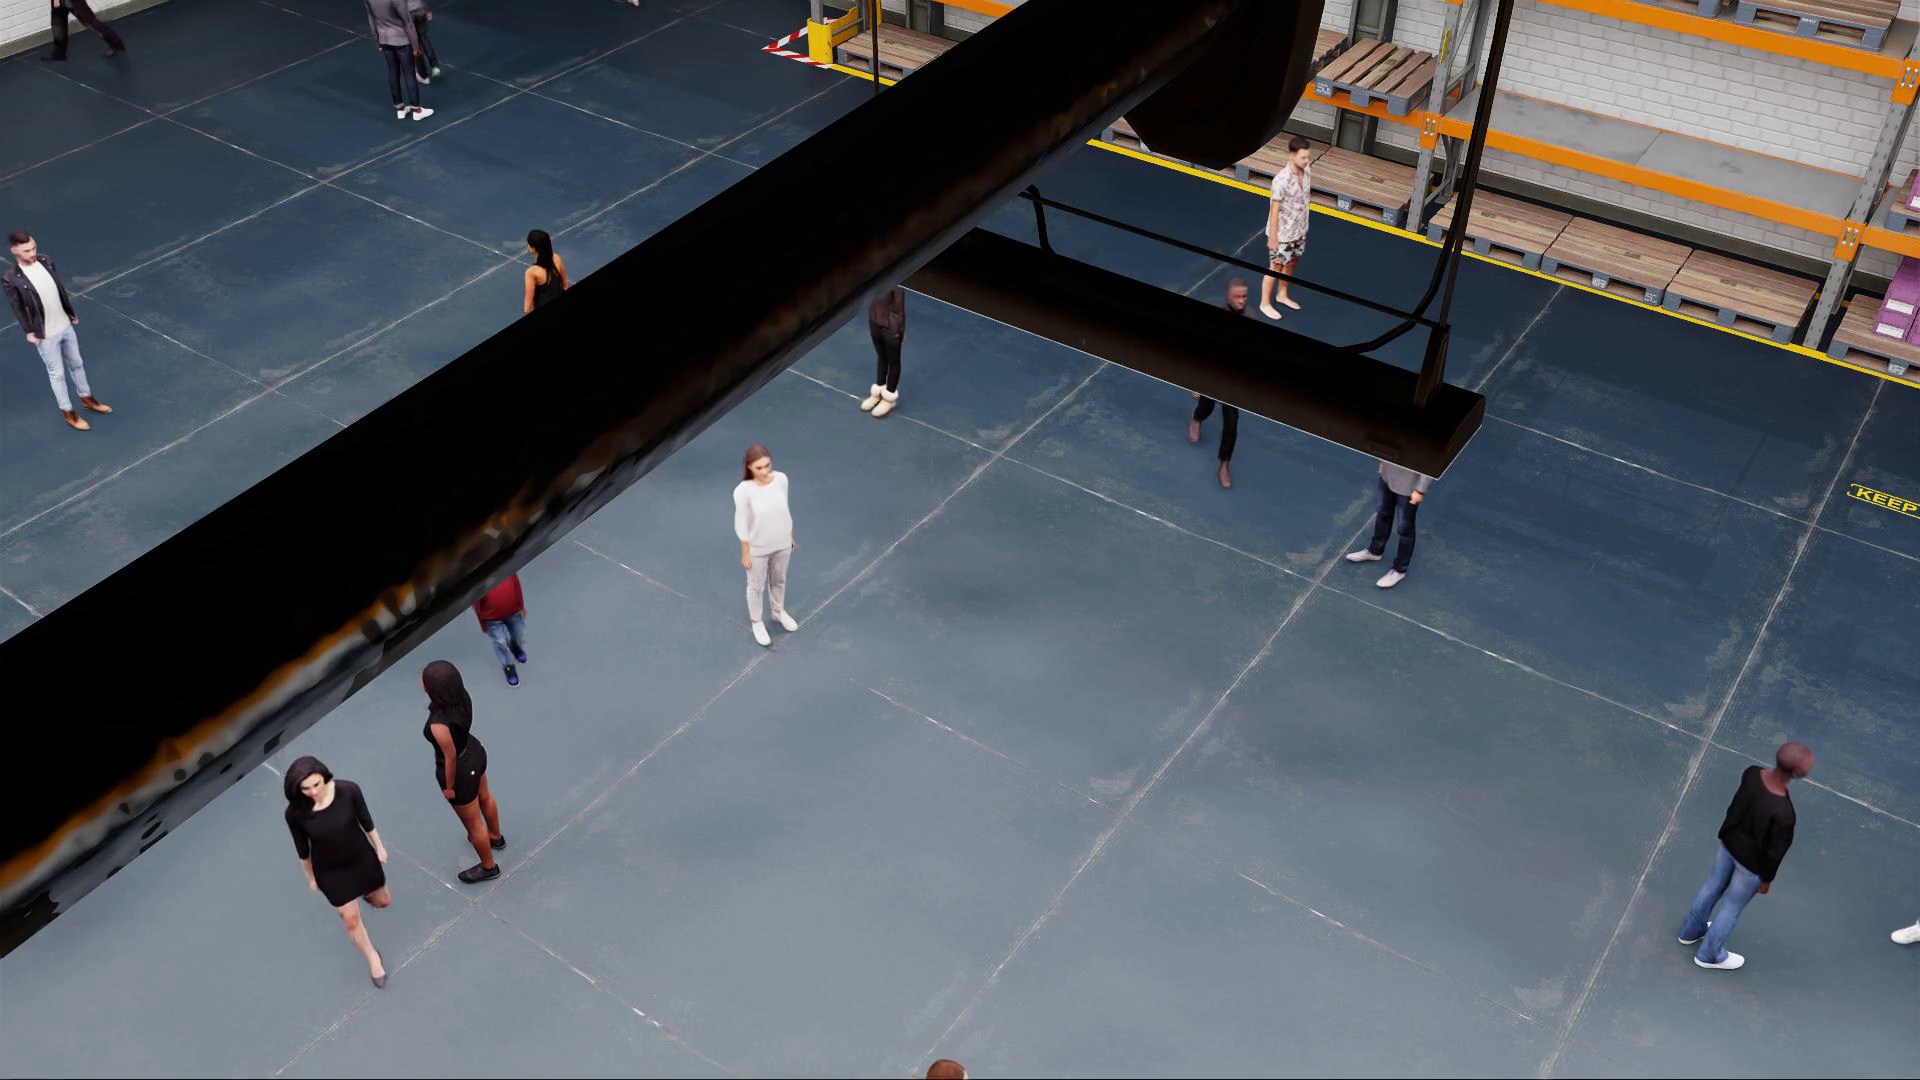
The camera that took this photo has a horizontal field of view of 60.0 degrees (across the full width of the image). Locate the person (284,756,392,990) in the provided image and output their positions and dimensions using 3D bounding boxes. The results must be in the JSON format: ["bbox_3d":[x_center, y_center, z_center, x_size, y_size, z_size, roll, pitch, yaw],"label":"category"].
[{"bbox_3d":[-3.580,1.852,9.684,0.833,1.784,0.989,-19,42,-22],"label":"person"}]

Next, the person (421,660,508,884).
[{"bbox_3d":[-3.076,1.408,10.274,0.699,1.741,0.670,-1,39,-1],"label":"person"}]

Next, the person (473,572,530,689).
[{"bbox_3d":[-3.291,0.471,11.841,0.596,1.250,0.658,-24,44,-27],"label":"person"}]

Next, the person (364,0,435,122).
[{"bbox_3d":[-6.511,-5.741,19.166,0.609,1.817,0.832,13,40,16],"label":"person"}]

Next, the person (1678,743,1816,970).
[{"bbox_3d":[4.600,1.833,9.738,0.741,1.747,0.679,-7,39,-9],"label":"person"}]

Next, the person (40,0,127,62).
[{"bbox_3d":[-10.905,-6.765,20.463,1.104,1.798,1.252,-18,42,-21],"label":"person"}]

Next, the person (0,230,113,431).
[{"bbox_3d":[-7.796,-1.825,14.247,0.633,1.835,0.705,14,41,17],"label":"person"}]

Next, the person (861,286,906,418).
[{"bbox_3d":[-0.635,-1.871,14.447,0.609,1.658,0.667,6,39,7],"label":"person"}]

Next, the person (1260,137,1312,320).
[{"bbox_3d":[3.081,-2.975,15.707,0.714,1.811,0.639,-31,48,-33],"label":"person"}]

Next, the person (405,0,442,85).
[{"bbox_3d":[-6.524,-6.294,19.910,0.692,1.753,0.659,30,47,32],"label":"person"}]

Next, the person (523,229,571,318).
[{"bbox_3d":[-3.499,-1.941,14.566,1.104,1.619,0.710,18,42,21],"label":"person"}]

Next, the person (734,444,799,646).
[{"bbox_3d":[-1.412,0.004,12.076,0.661,1.688,0.624,-26,45,-29],"label":"person"}]

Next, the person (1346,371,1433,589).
[{"bbox_3d":[3.339,-0.485,12.539,0.838,1.873,0.722,-16,41,-19],"label":"person"}]

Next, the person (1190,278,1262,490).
[{"bbox_3d":[2.131,-1.377,13.709,1.190,1.806,1.187,-2,39,-2],"label":"person"}]
